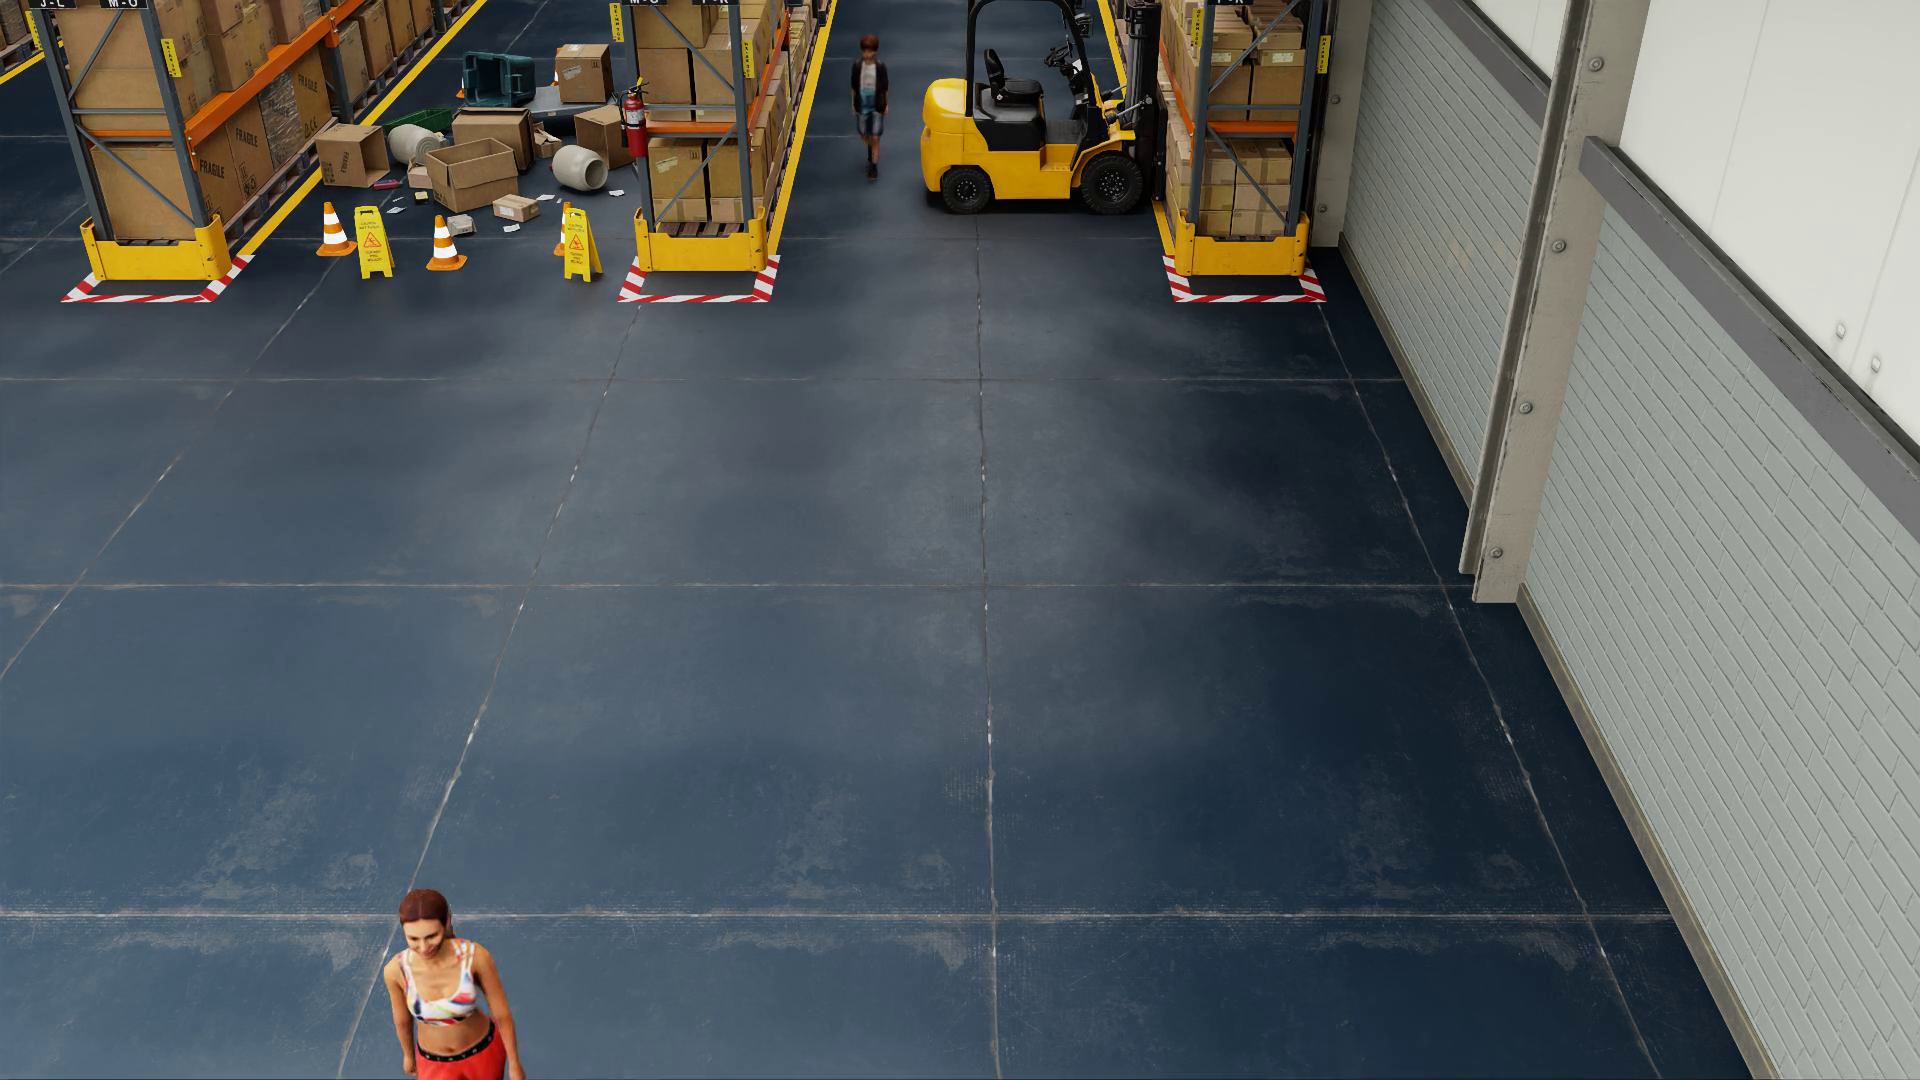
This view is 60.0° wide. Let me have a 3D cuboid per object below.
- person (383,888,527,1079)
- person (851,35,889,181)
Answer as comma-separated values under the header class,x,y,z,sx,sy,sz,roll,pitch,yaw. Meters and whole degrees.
class,x,y,z,sx,sy,sz,roll,pitch,yaw
person,-1.966,1.996,6.605,0.824,1.746,1.224,-8,33,-12
person,-0.917,-4.508,17.215,0.602,1.426,0.953,4,32,6
